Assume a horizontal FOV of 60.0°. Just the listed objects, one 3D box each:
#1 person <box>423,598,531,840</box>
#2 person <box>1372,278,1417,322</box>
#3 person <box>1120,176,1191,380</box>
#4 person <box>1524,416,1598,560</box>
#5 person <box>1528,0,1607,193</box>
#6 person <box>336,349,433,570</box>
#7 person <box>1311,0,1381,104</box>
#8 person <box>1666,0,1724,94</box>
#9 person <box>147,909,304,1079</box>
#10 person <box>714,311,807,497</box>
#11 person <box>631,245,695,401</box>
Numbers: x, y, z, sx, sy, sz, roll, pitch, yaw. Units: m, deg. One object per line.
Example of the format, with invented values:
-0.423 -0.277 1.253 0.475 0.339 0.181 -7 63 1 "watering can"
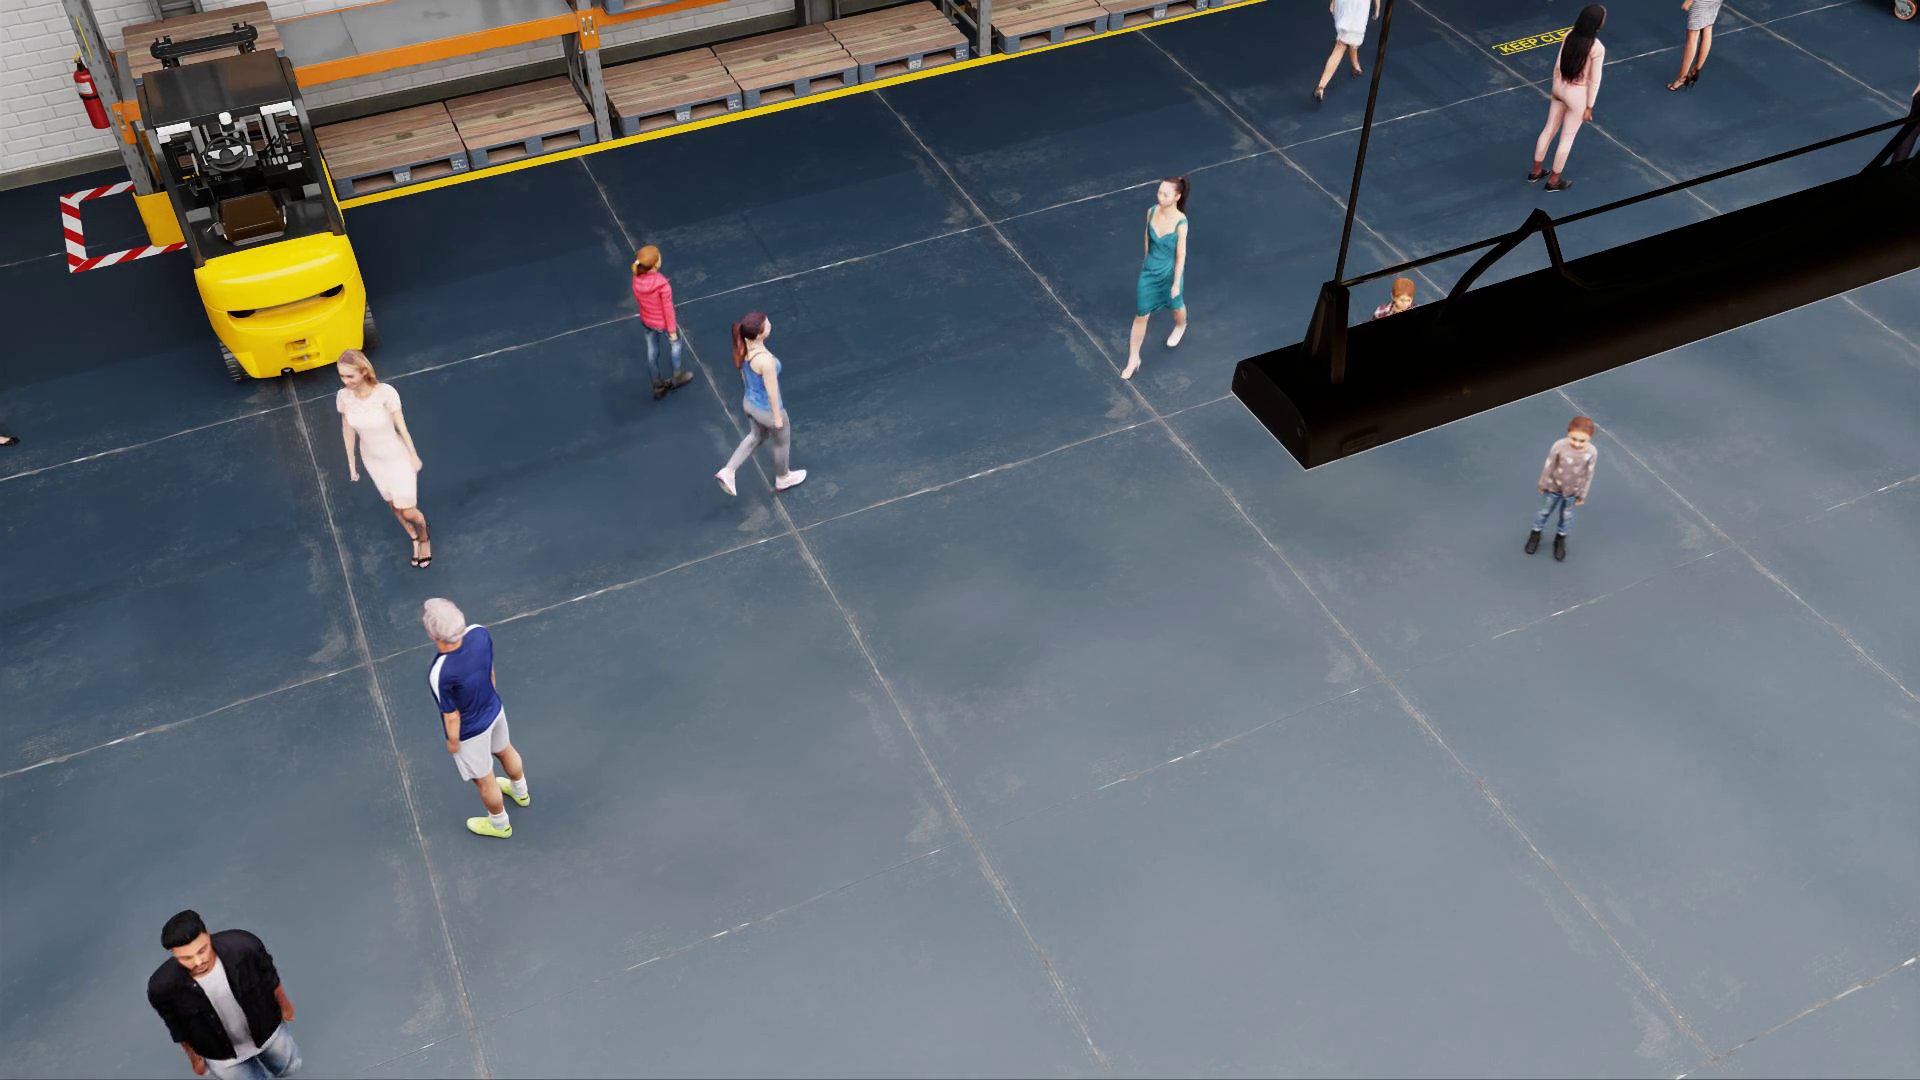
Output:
-2.758 1.001 9.448 0.774 1.839 0.720 13 45 13 "person"
3.201 -1.442 12.412 0.911 1.289 0.842 1 44 1 "person"
1.617 -2.053 12.799 0.848 1.640 1.087 31 52 29 "person"
4.136 -0.382 11.370 0.543 1.192 0.604 15 46 15 "person"
5.389 -3.909 14.689 0.527 1.720 0.633 -21 47 -21 "person"
-3.792 -0.581 11.123 0.670 1.820 0.765 5 44 5 "person"
3.672 -4.976 15.776 0.968 1.764 1.272 30 51 28 "person"
7.178 -5.180 15.947 0.507 1.824 0.678 -23 48 -22 "person"
-3.561 2.301 8.116 0.821 1.795 0.811 -23 48 -22 "person"
-1.430 -0.912 11.634 0.967 1.594 0.683 -28 50 -26 "person"
-2.324 -1.610 12.575 0.672 1.307 0.731 21 47 21 "person"
